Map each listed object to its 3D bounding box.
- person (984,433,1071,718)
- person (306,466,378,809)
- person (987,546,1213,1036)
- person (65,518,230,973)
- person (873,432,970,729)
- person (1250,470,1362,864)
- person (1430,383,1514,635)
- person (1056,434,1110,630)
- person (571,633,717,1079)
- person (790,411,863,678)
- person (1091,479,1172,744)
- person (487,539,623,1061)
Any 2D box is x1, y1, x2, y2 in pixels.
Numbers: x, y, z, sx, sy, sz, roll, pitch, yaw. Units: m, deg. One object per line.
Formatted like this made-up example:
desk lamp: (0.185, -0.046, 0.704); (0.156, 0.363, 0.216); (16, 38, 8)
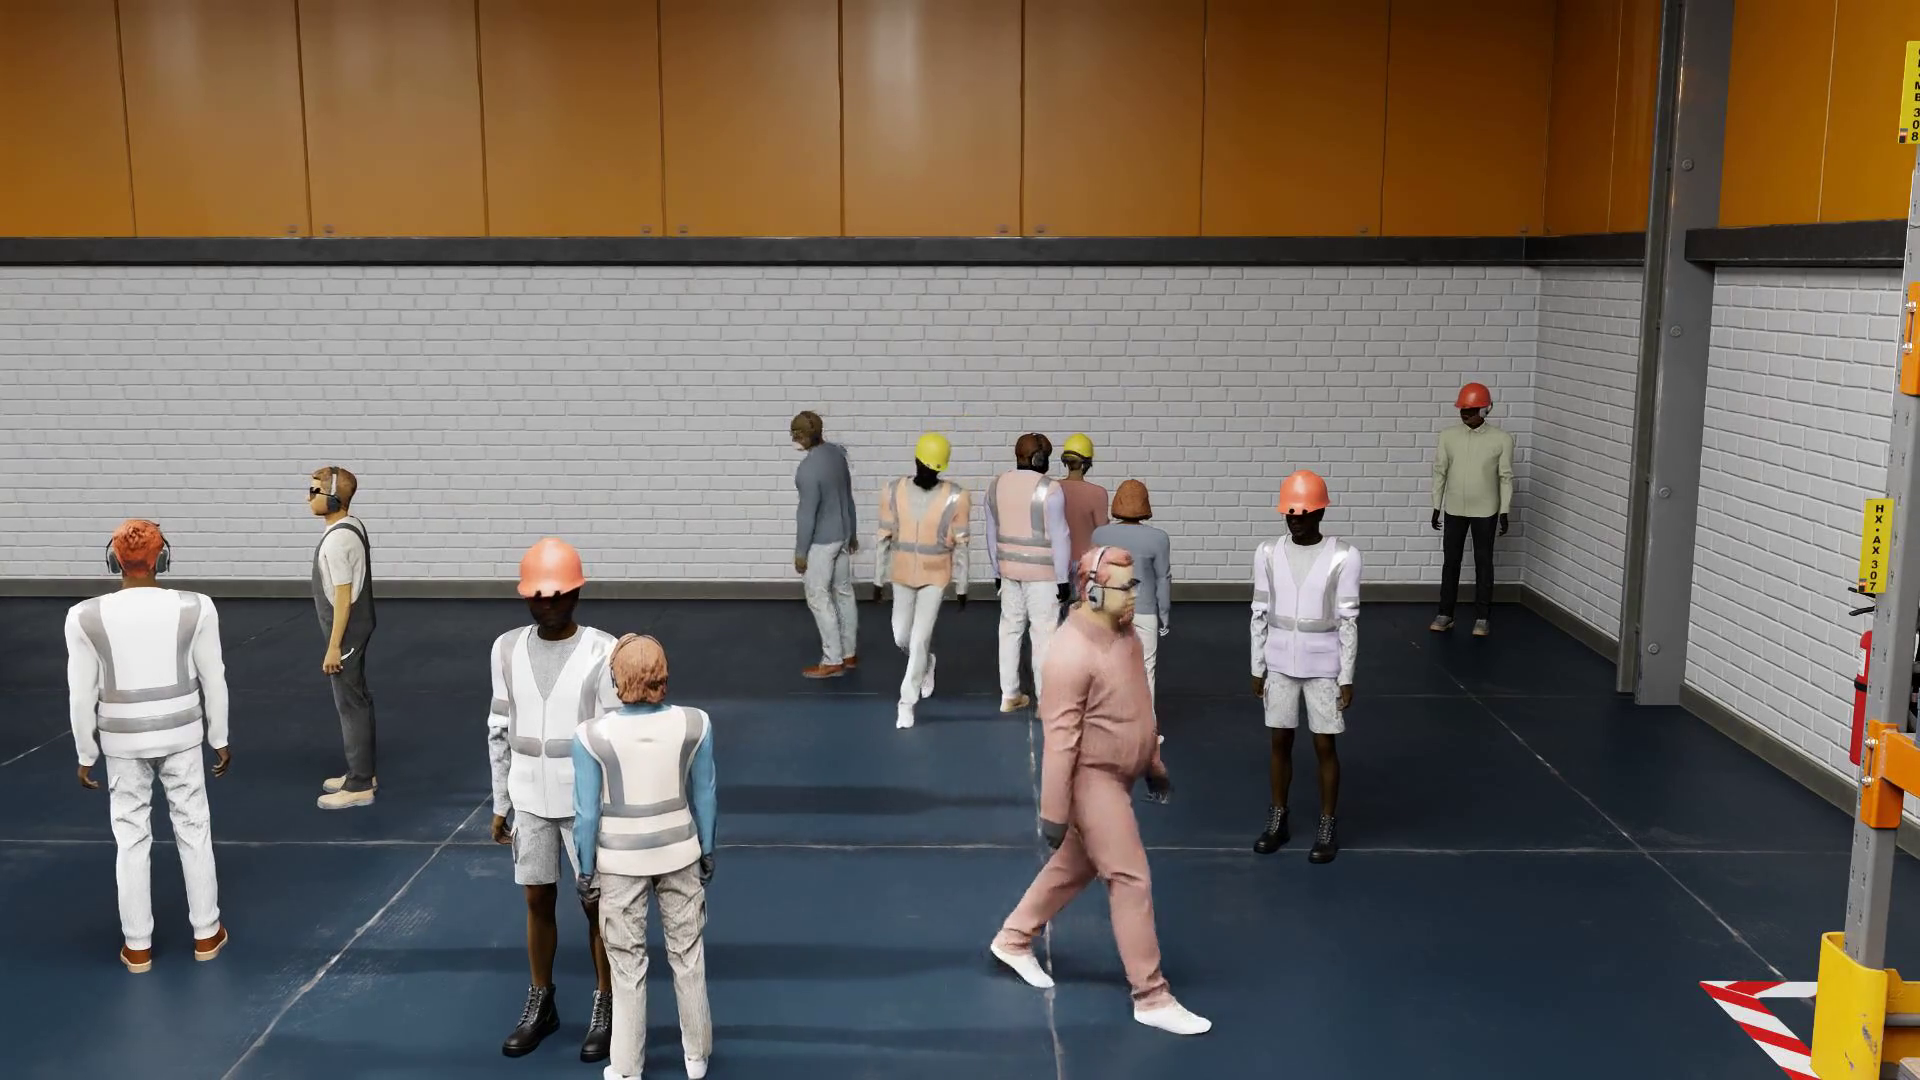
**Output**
person: (0.464, 0.227, 10.731); (0.619, 1.838, 0.430); (7, 12, 38)
person: (-3.328, 0.518, 8.957); (0.345, 1.847, 0.507); (-2, 10, -12)
person: (0.516, 0.928, 6.456); (0.954, 1.866, 0.641); (4, 10, 21)
person: (-3.336, 0.844, 6.882); (0.586, 1.882, 0.343); (-5, 11, -26)
person: (-0.224, 0.225, 10.668); (0.632, 1.875, 0.767); (3, 10, 15)
person: (1.667, 0.616, 8.124); (0.542, 1.933, 0.382); (5, 11, 28)
person: (4.010, -0.242, 13.074); (0.623, 1.988, 0.393); (6, 11, 30)
person: (0.800, 0.155, 11.371); (0.533, 1.766, 0.316); (6, 11, 32)
person: (-1.099, 1.140, 5.843); (0.515, 1.640, 0.315); (-4, 10, -24)
person: (-0.935, 0.021, 11.813); (0.384, 1.906, 0.790); (4, 10, 21)
person: (1.029, 0.445, 10.015); (0.501, 1.636, 0.279); (3, 10, 20)
person: (-1.467, 0.950, 6.090); (0.552, 1.937, 0.358); (2, 10, 9)
